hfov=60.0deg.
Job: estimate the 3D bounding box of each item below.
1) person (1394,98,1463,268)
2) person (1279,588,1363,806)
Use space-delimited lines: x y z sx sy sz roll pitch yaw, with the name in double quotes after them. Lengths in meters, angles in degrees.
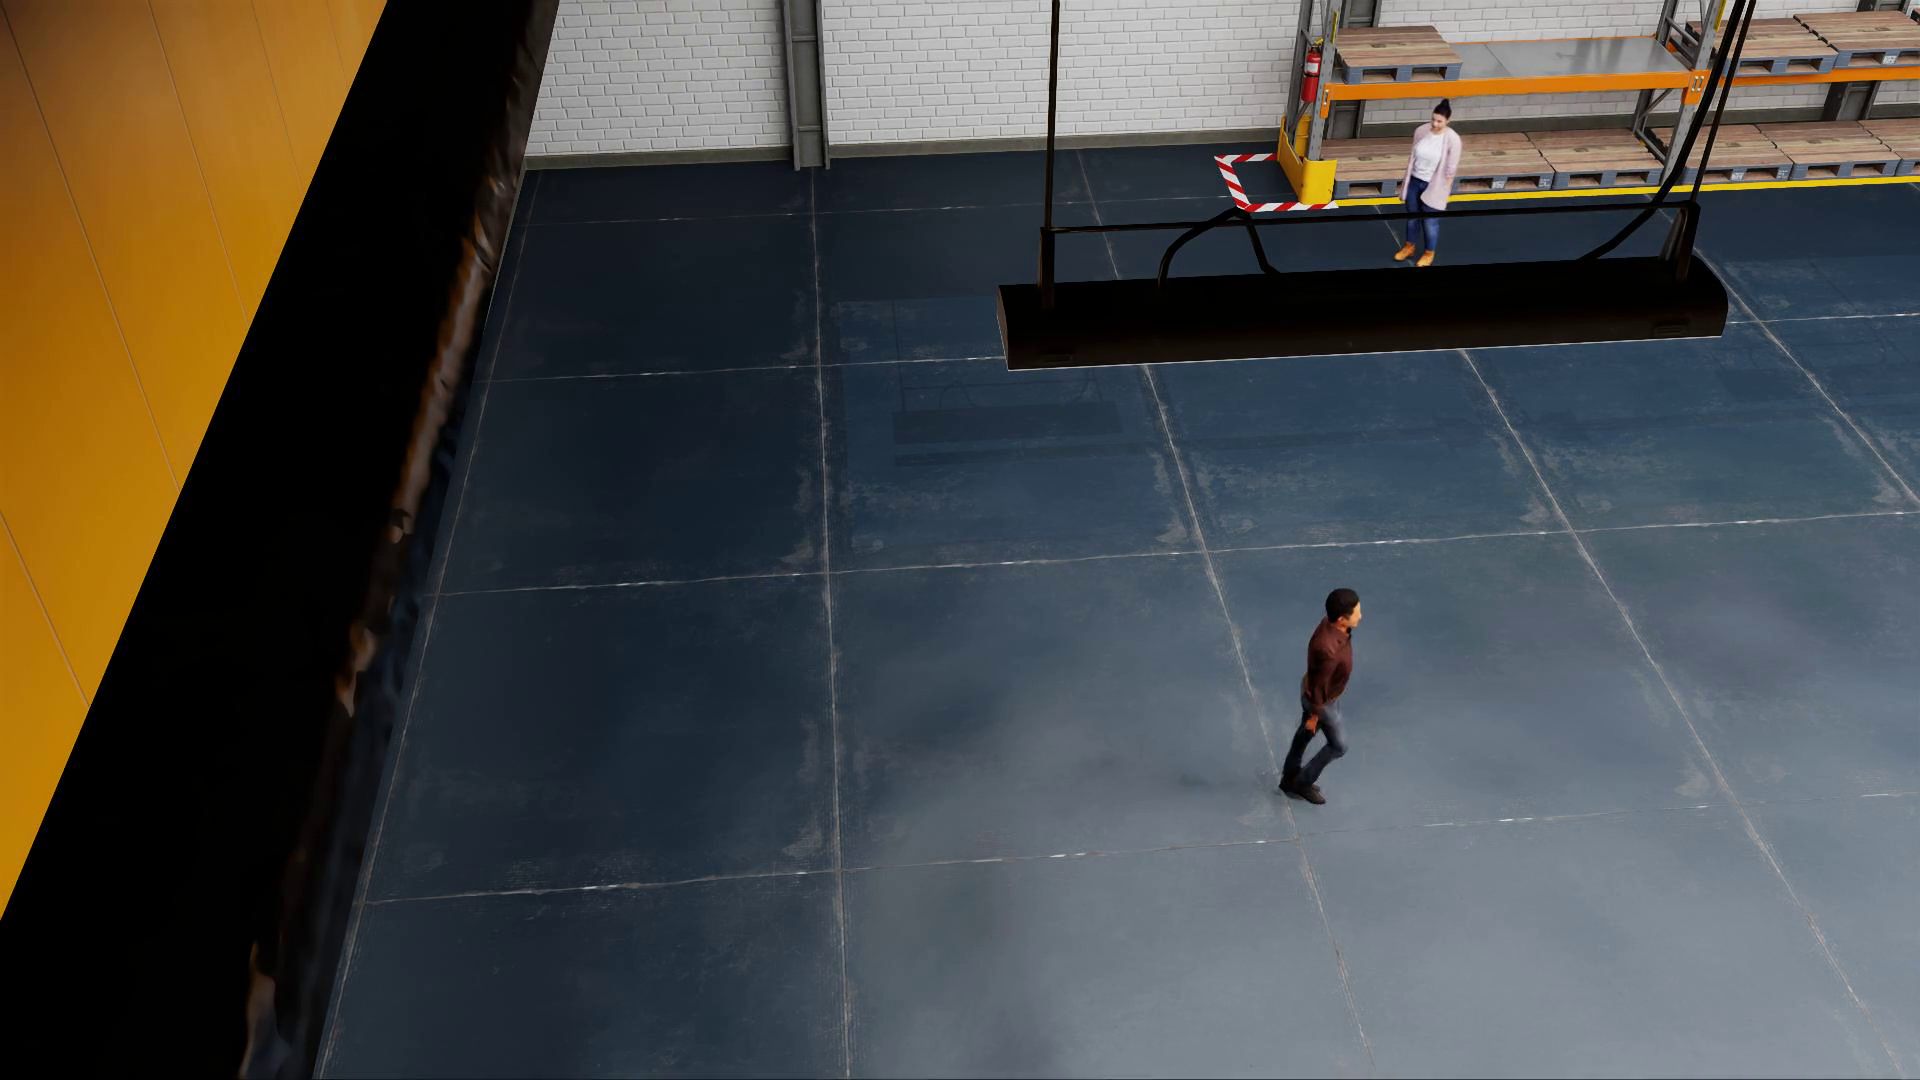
4.632 -3.537 16.353 0.832 1.743 0.802 -29 47 -32 "person"
2.230 0.993 10.661 0.695 1.768 0.717 6 39 8 "person"
